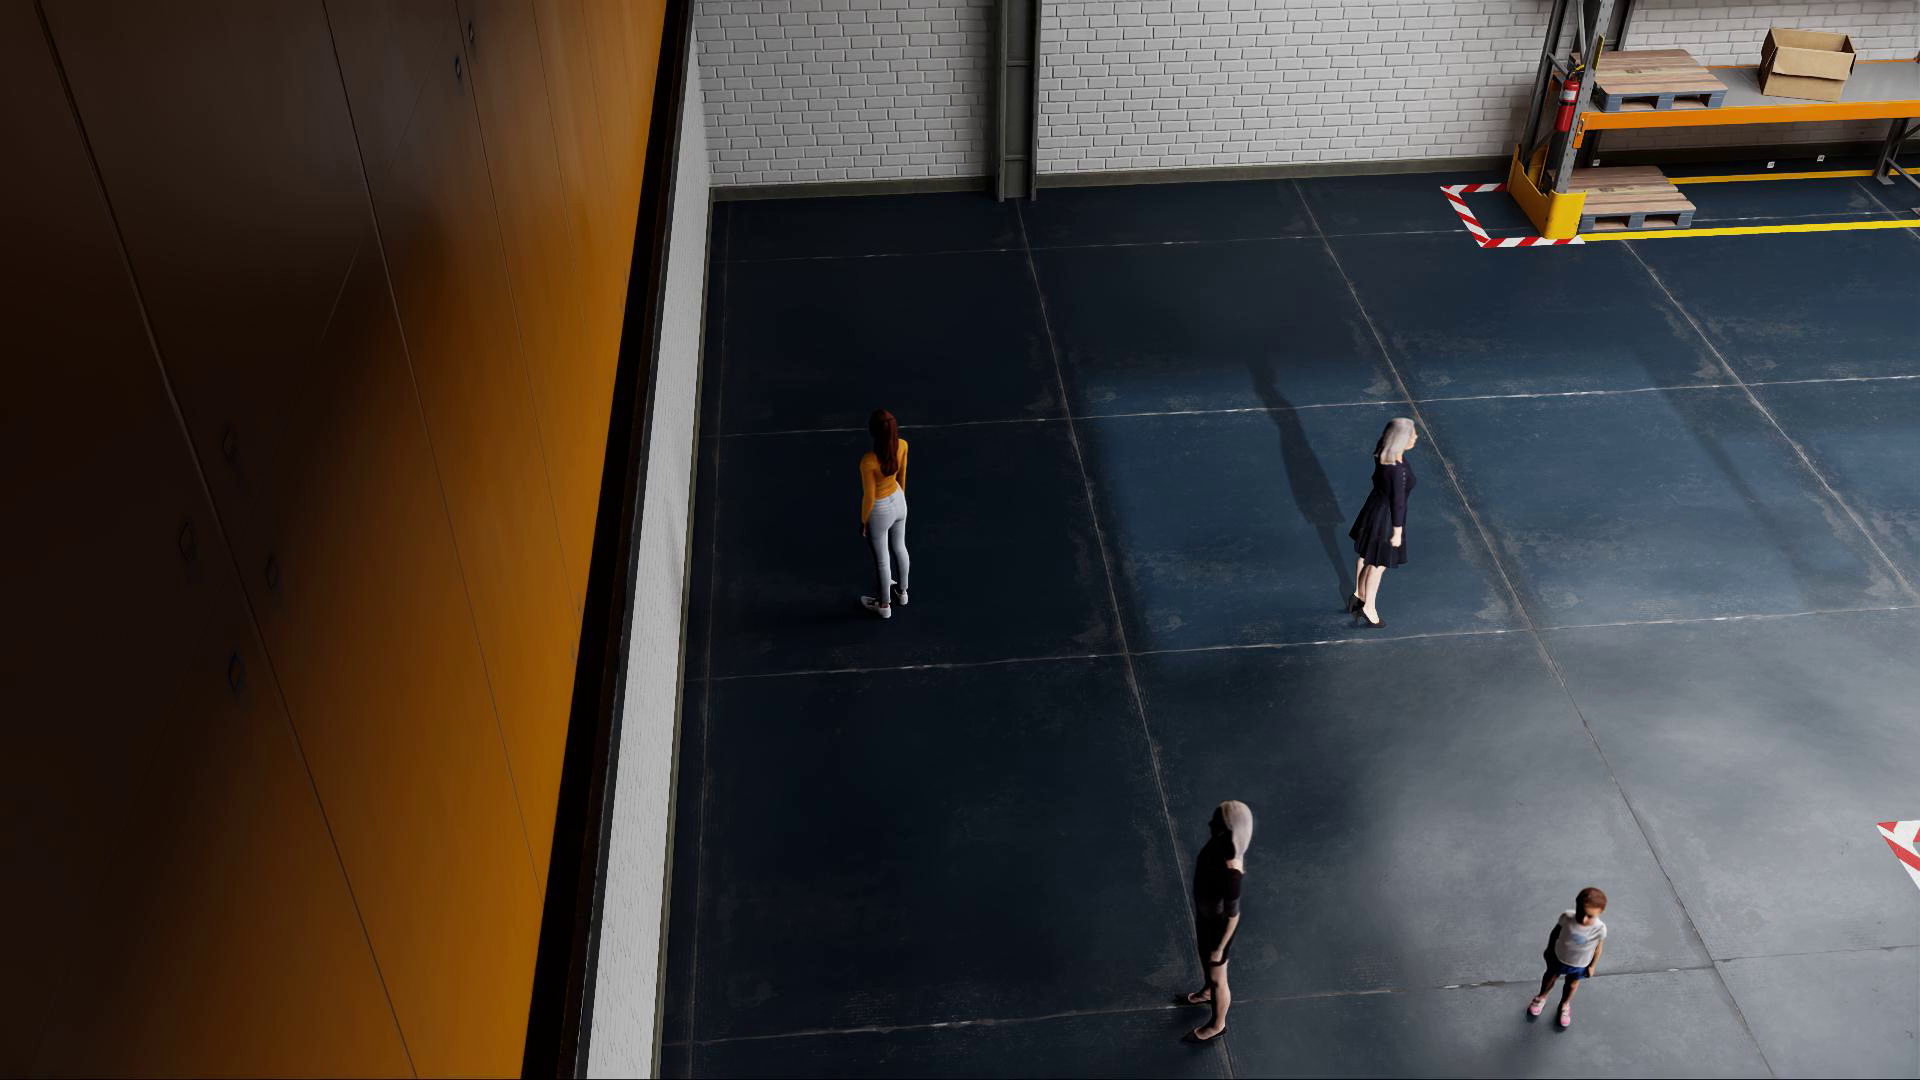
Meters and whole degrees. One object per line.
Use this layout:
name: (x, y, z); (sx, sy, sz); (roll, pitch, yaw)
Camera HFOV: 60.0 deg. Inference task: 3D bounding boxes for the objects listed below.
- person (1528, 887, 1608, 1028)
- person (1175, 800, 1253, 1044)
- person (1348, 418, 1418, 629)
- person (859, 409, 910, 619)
person: (3.417, 2.304, 9.273); (0.468, 1.019, 0.546); (19, 42, 22)
person: (1.378, 2.050, 8.941); (0.530, 1.829, 0.605); (0, 39, 0)
person: (2.997, -0.134, 11.742); (0.563, 1.747, 0.600); (-5, 39, -6)
person: (-0.525, -0.197, 11.817); (0.742, 1.751, 0.674); (31, 48, 33)
